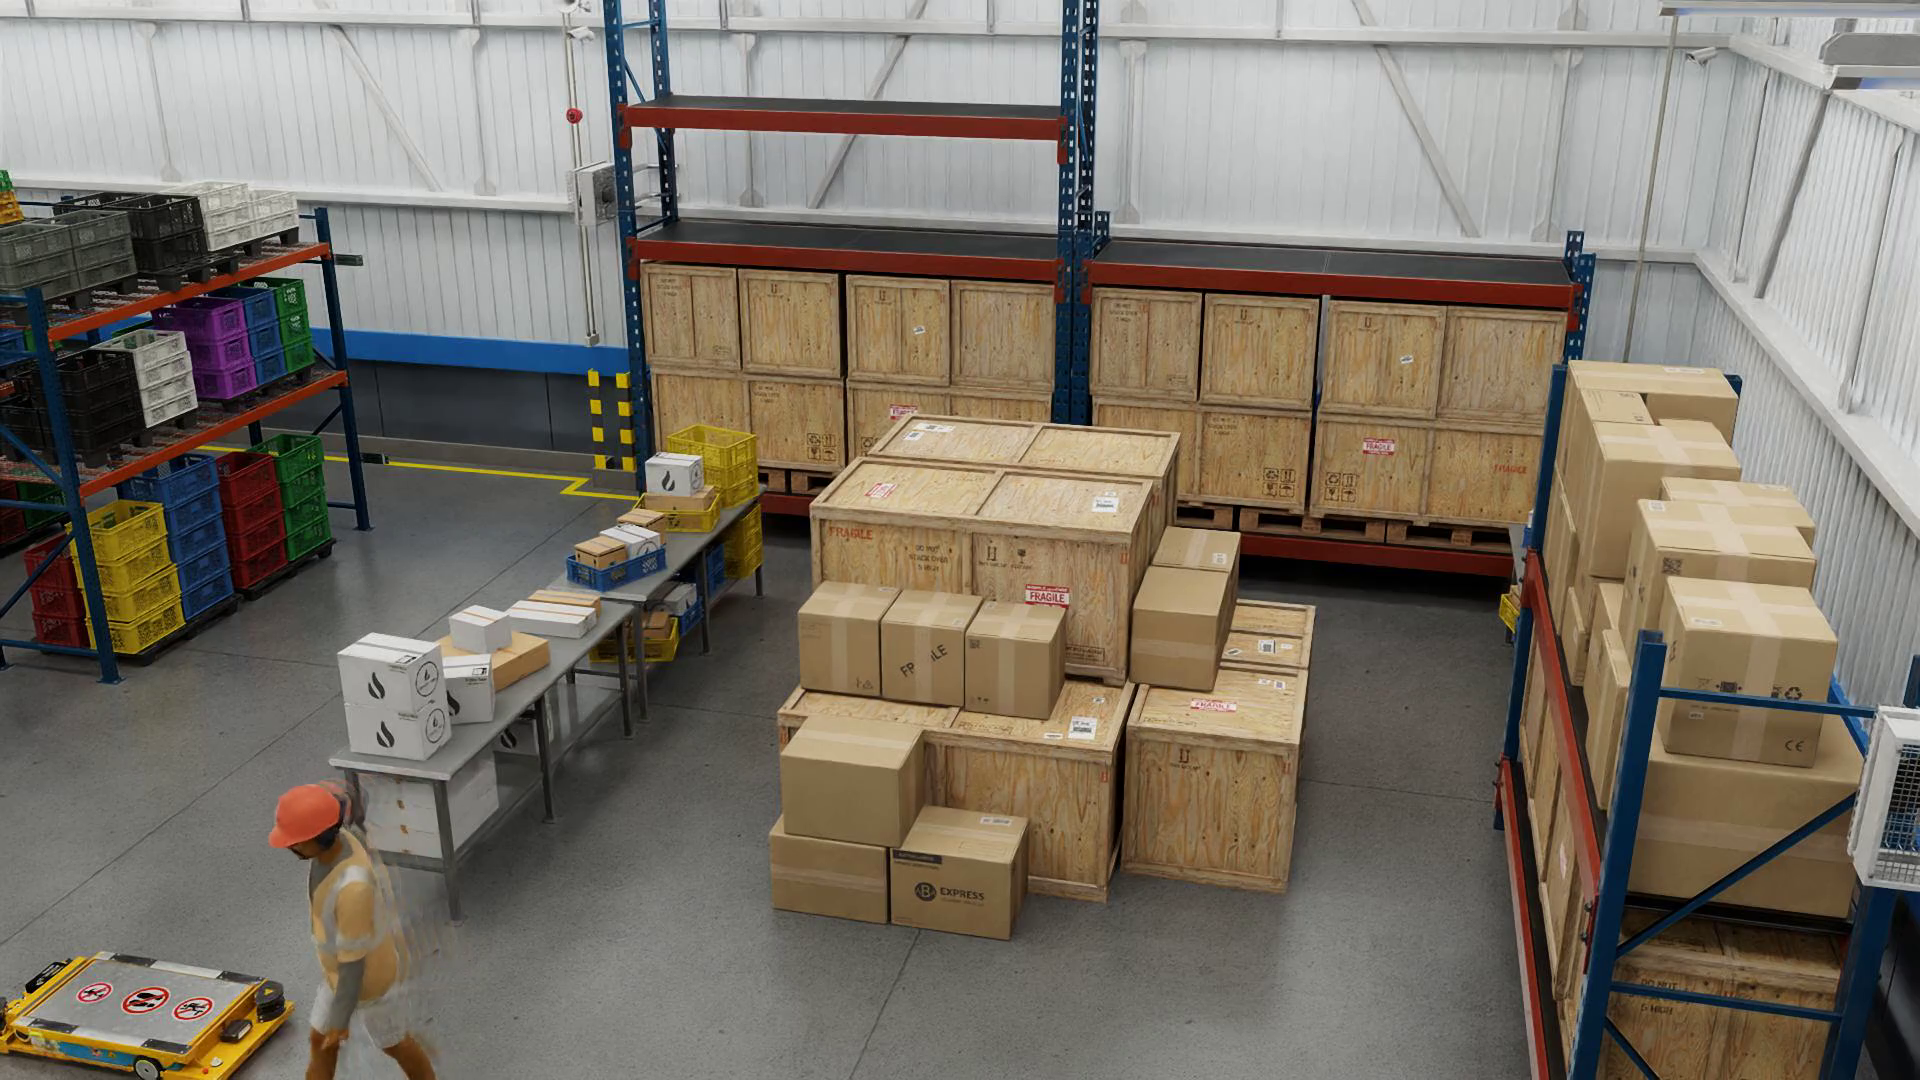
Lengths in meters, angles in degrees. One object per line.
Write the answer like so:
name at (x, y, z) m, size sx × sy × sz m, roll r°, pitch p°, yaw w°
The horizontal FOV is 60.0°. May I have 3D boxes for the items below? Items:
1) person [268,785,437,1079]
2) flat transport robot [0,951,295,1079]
person at (-2.833, 1.981, 7.454) m, size 1.030 × 1.985 × 0.630 m, roll -13°, pitch 25°, yaw -31°
flat transport robot at (-4.270, 2.464, 8.601) m, size 1.431 × 0.231 × 0.659 m, roll 5°, pitch 22°, yaw 13°
